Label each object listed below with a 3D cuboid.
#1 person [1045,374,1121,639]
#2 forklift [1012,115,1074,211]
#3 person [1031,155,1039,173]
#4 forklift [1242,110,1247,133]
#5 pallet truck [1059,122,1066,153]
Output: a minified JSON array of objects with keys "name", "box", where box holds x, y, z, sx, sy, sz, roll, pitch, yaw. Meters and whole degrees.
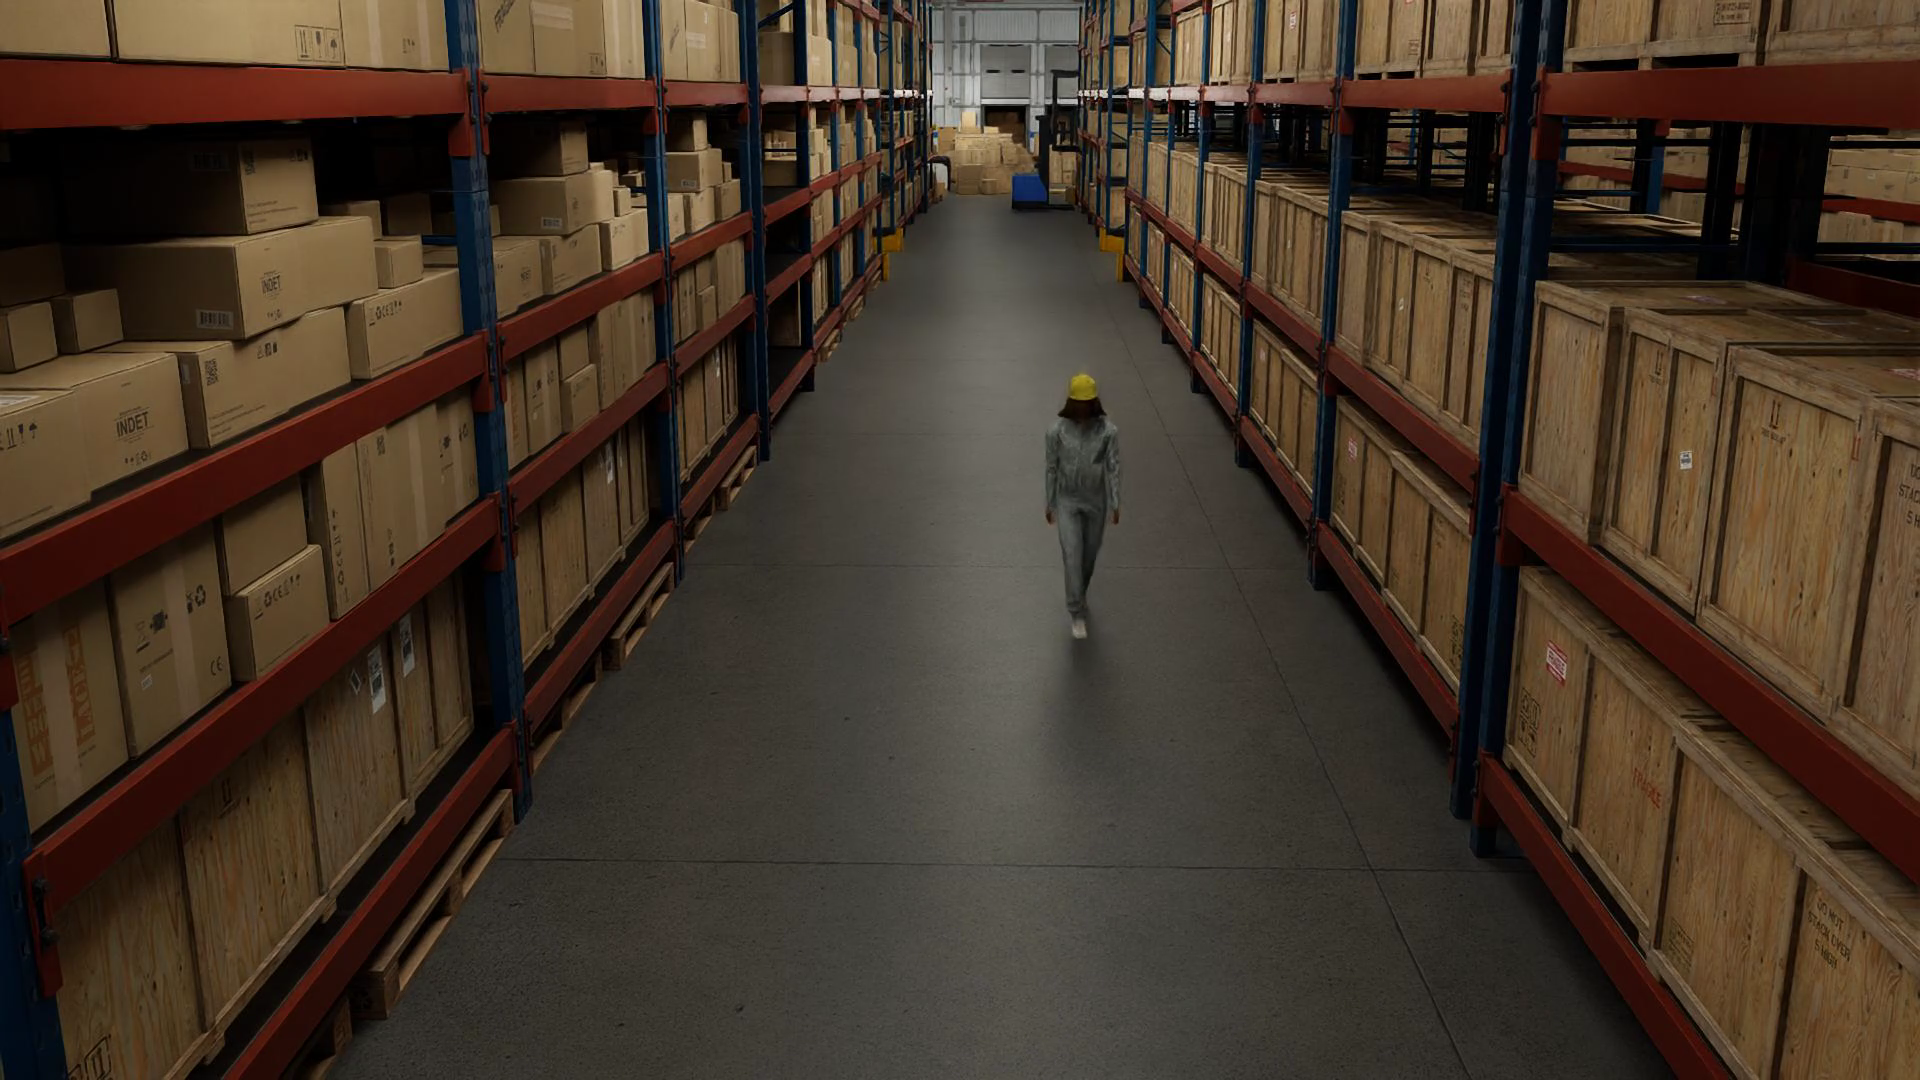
[{"name":"person","box":[0.806,-0.277,11.043,0.495,1.708,0.846,-1,15,-4]},{"name":"forklift","box":[2.502,-11.339,49.981,1.873,2.768,1.129,0,15,2]},{"name":"person","box":[2.434,-11.160,51.723,0.325,1.613,0.618,-14,20,-42]},{"name":"forklift","box":[11.072,-15.524,65.549,1.873,2.768,1.129,0,15,2]},{"name":"pallet truck","box":[5.788,-21.111,88.014,1.885,1.965,0.823,5,16,18]}]
